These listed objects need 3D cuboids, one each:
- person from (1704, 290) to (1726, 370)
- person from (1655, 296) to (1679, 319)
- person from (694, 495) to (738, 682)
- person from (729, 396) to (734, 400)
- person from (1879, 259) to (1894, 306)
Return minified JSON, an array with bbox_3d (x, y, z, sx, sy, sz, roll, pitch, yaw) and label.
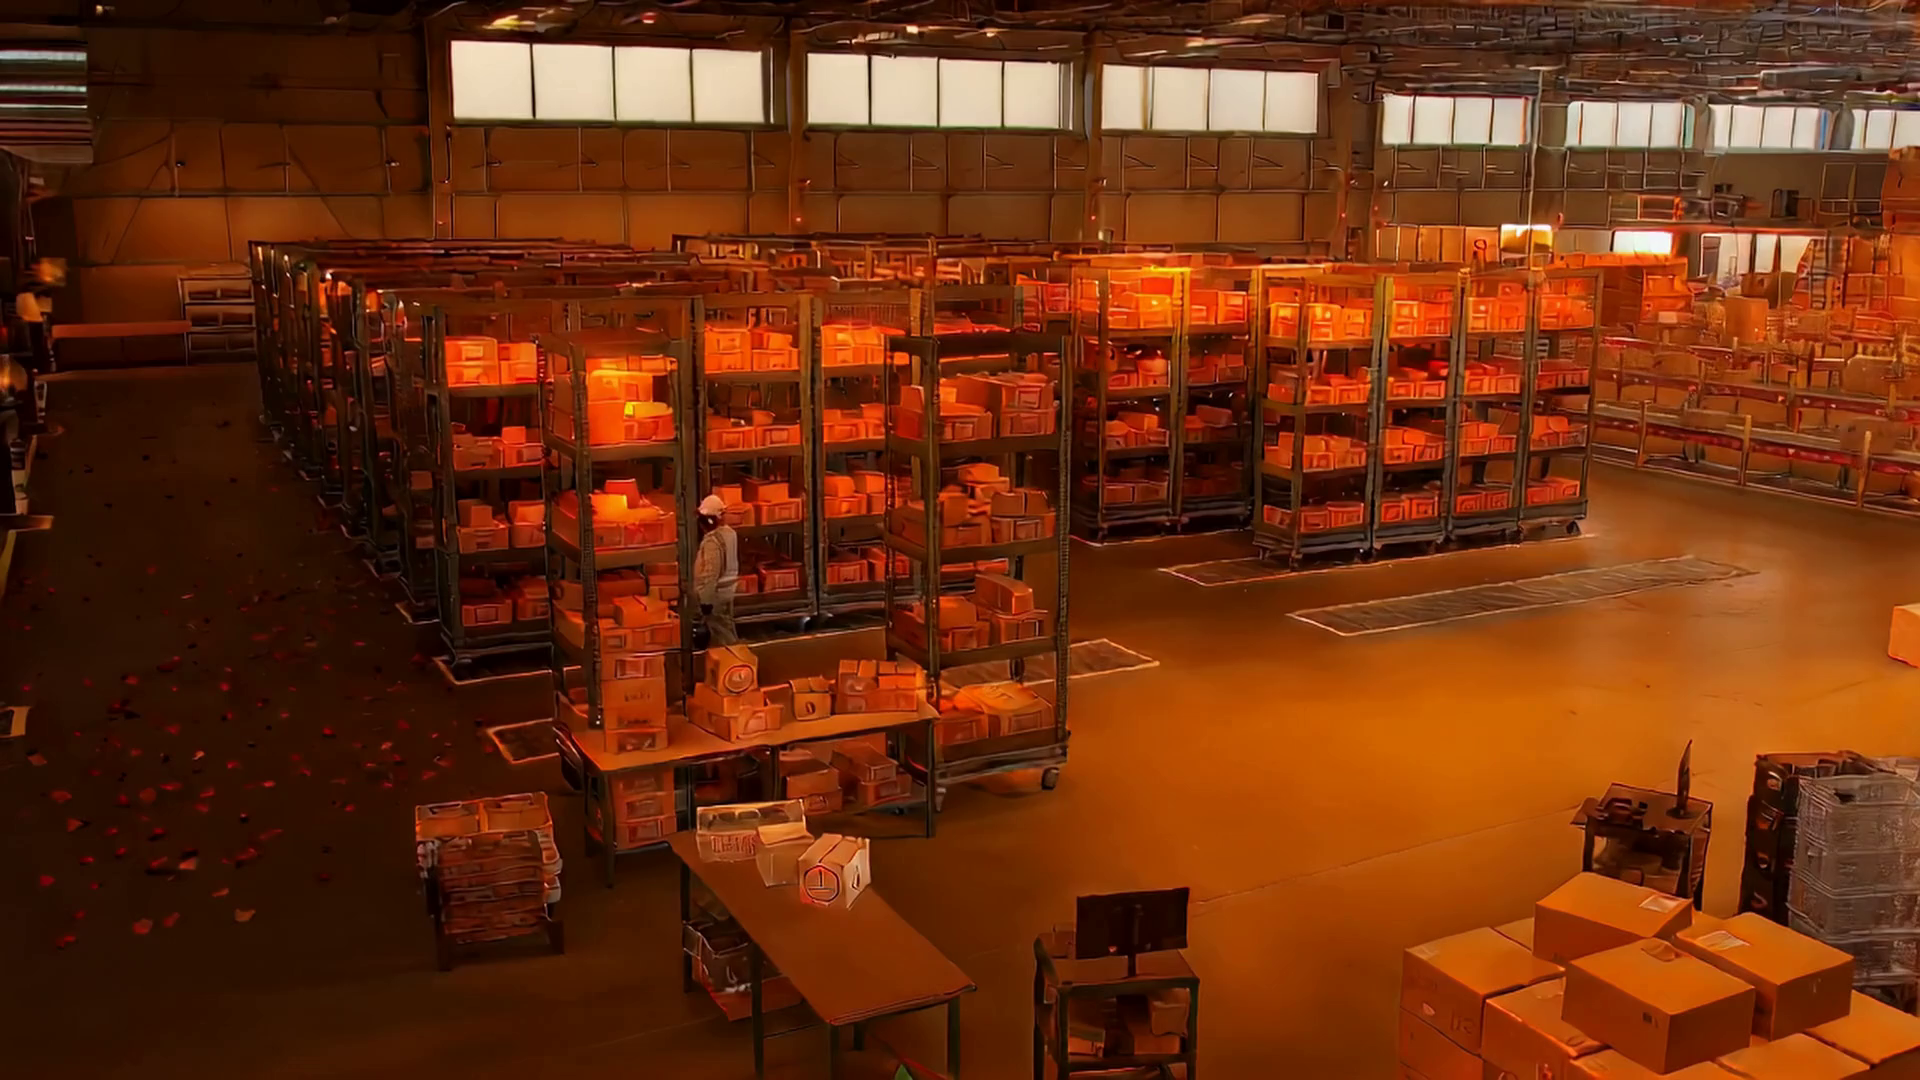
[{"bbox_3d":[19.418,-5.398,42.732,0.373,2.043,0.615,-5,13,-22],"label":"person"},{"bbox_3d":[21.165,-6.778,49.609,0.957,1.862,0.645,-4,13,-20],"label":"person"},{"bbox_3d":[-2.305,0.479,15.726,0.404,1.837,0.594,2,12,11],"label":"person"},{"bbox_3d":[-3.744,-2.176,28.150,0.598,1.832,0.436,-6,14,-27],"label":"person"},{"bbox_3d":[36.173,-10.029,64.855,0.519,1.844,0.330,-9,15,-35],"label":"person"}]
